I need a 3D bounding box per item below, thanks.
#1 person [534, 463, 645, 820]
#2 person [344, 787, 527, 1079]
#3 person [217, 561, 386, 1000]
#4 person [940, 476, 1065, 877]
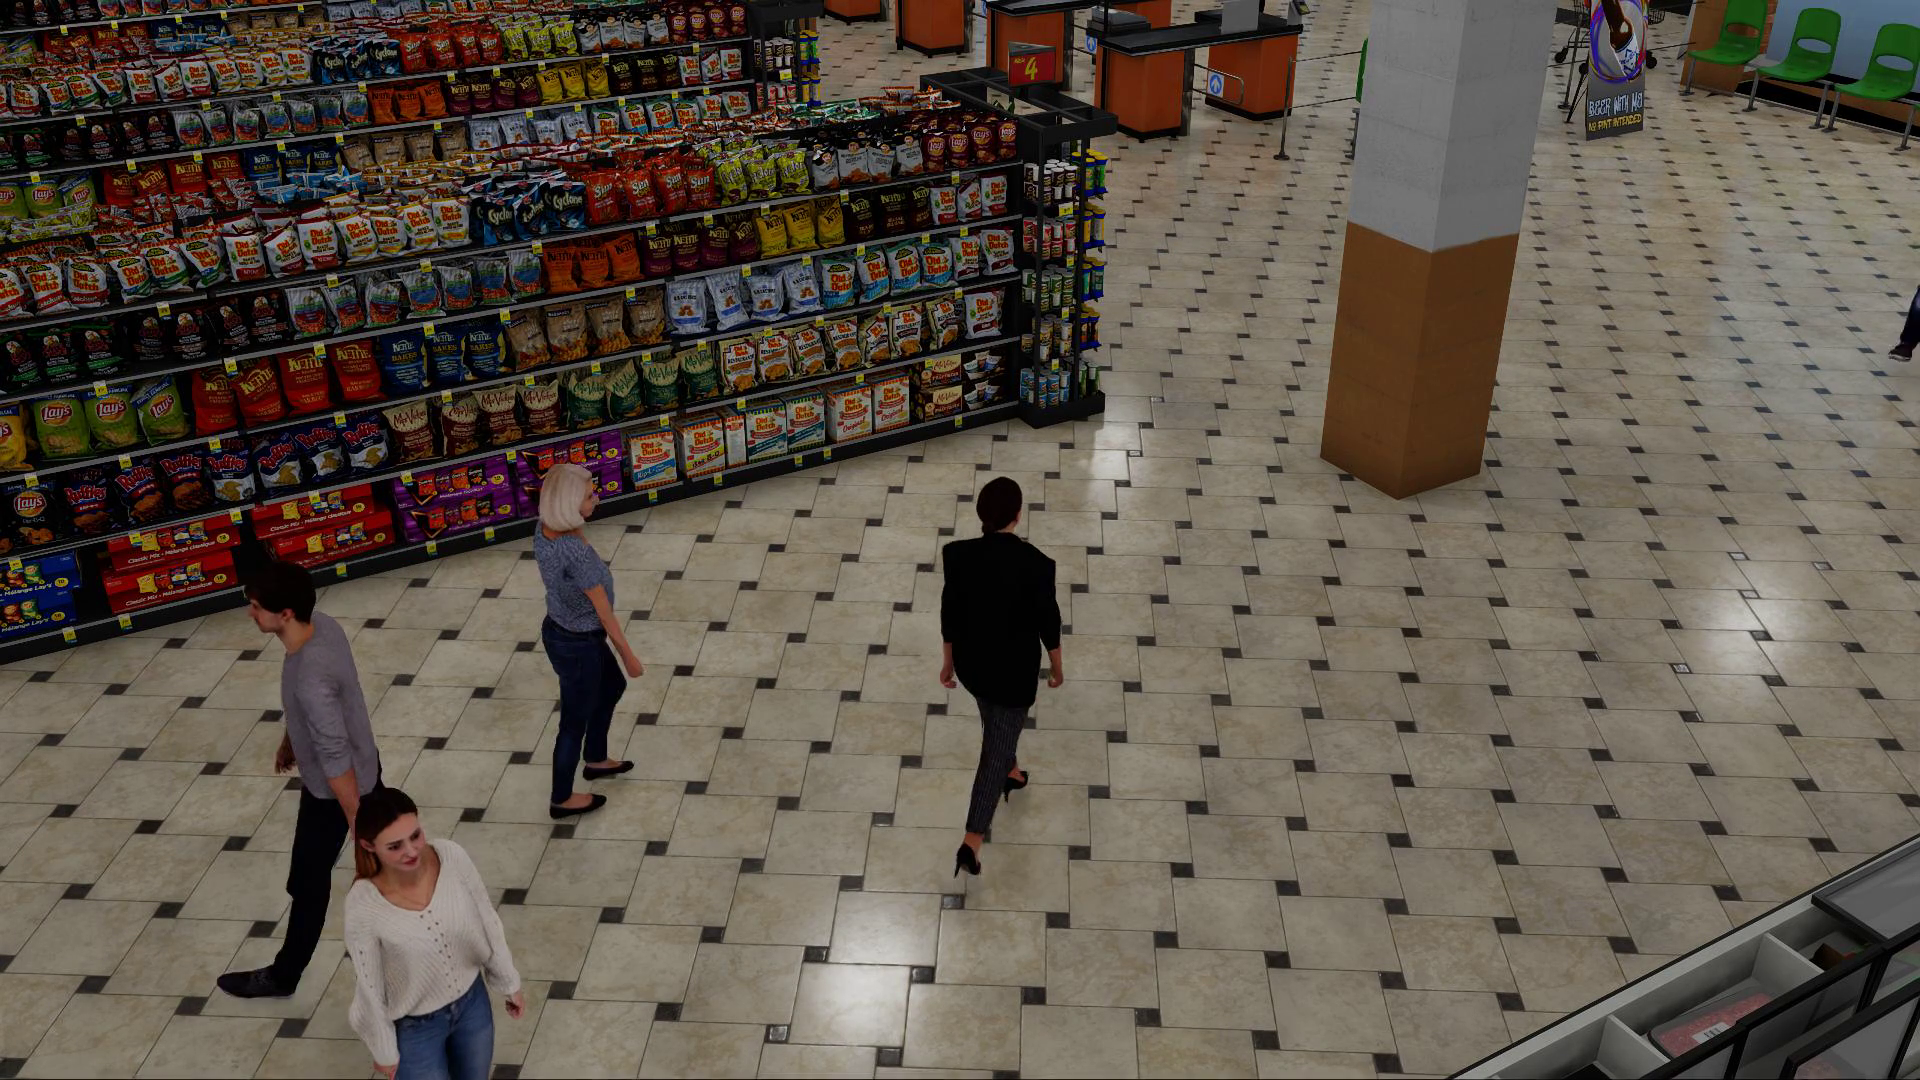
[{"bbox_3d":[-1.682,0.479,6.957,0.653,1.695,0.582,-17,33,-28],"label":"person"},{"bbox_3d":[-1.641,1.452,5.182,0.771,1.689,0.630,21,35,34],"label":"person"},{"bbox_3d":[-2.187,0.864,6.139,1.189,1.803,0.871,-7,30,-13],"label":"person"},{"bbox_3d":[0.126,0.599,6.761,1.069,1.671,1.200,12,31,20],"label":"person"}]
